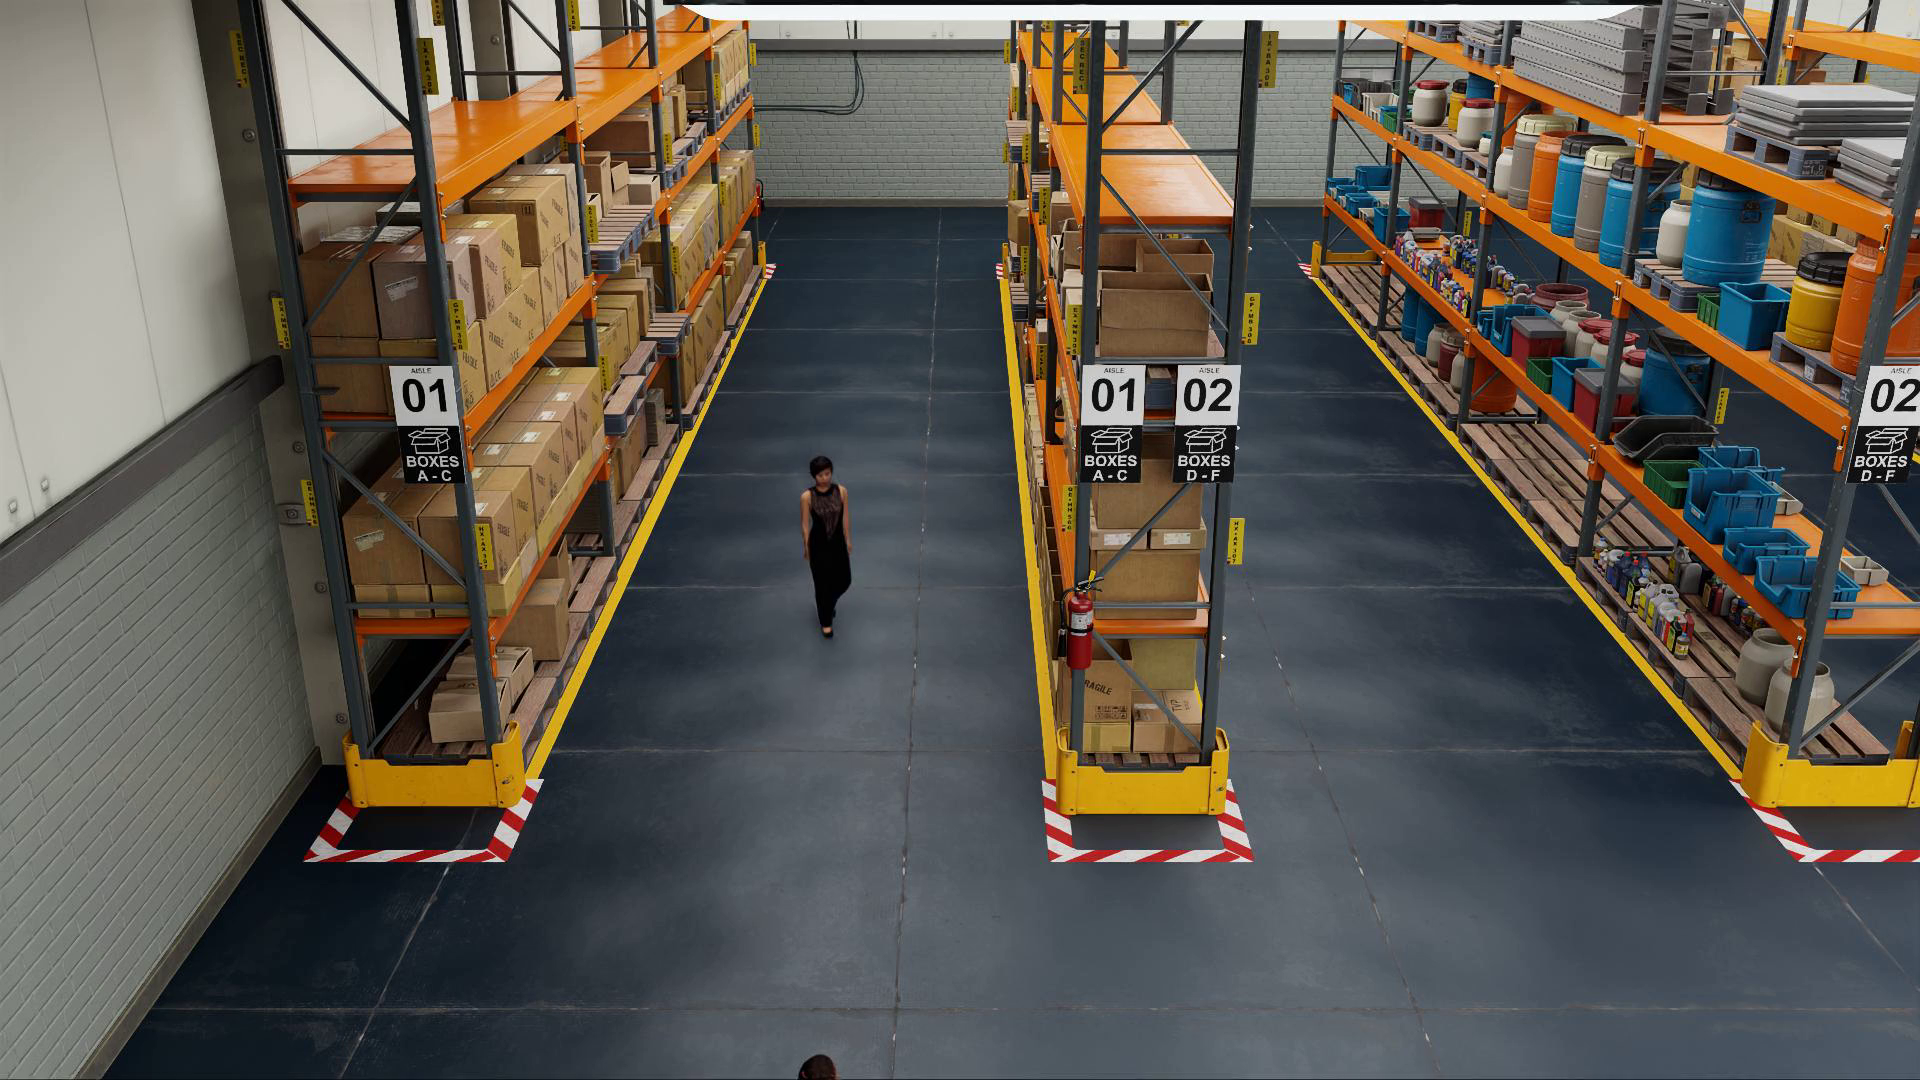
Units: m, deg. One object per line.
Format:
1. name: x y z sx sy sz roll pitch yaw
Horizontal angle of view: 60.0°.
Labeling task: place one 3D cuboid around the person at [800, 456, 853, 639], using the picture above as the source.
1. person: -1.145 0.030 14.023 0.713 1.587 0.763 -10 24 -22
